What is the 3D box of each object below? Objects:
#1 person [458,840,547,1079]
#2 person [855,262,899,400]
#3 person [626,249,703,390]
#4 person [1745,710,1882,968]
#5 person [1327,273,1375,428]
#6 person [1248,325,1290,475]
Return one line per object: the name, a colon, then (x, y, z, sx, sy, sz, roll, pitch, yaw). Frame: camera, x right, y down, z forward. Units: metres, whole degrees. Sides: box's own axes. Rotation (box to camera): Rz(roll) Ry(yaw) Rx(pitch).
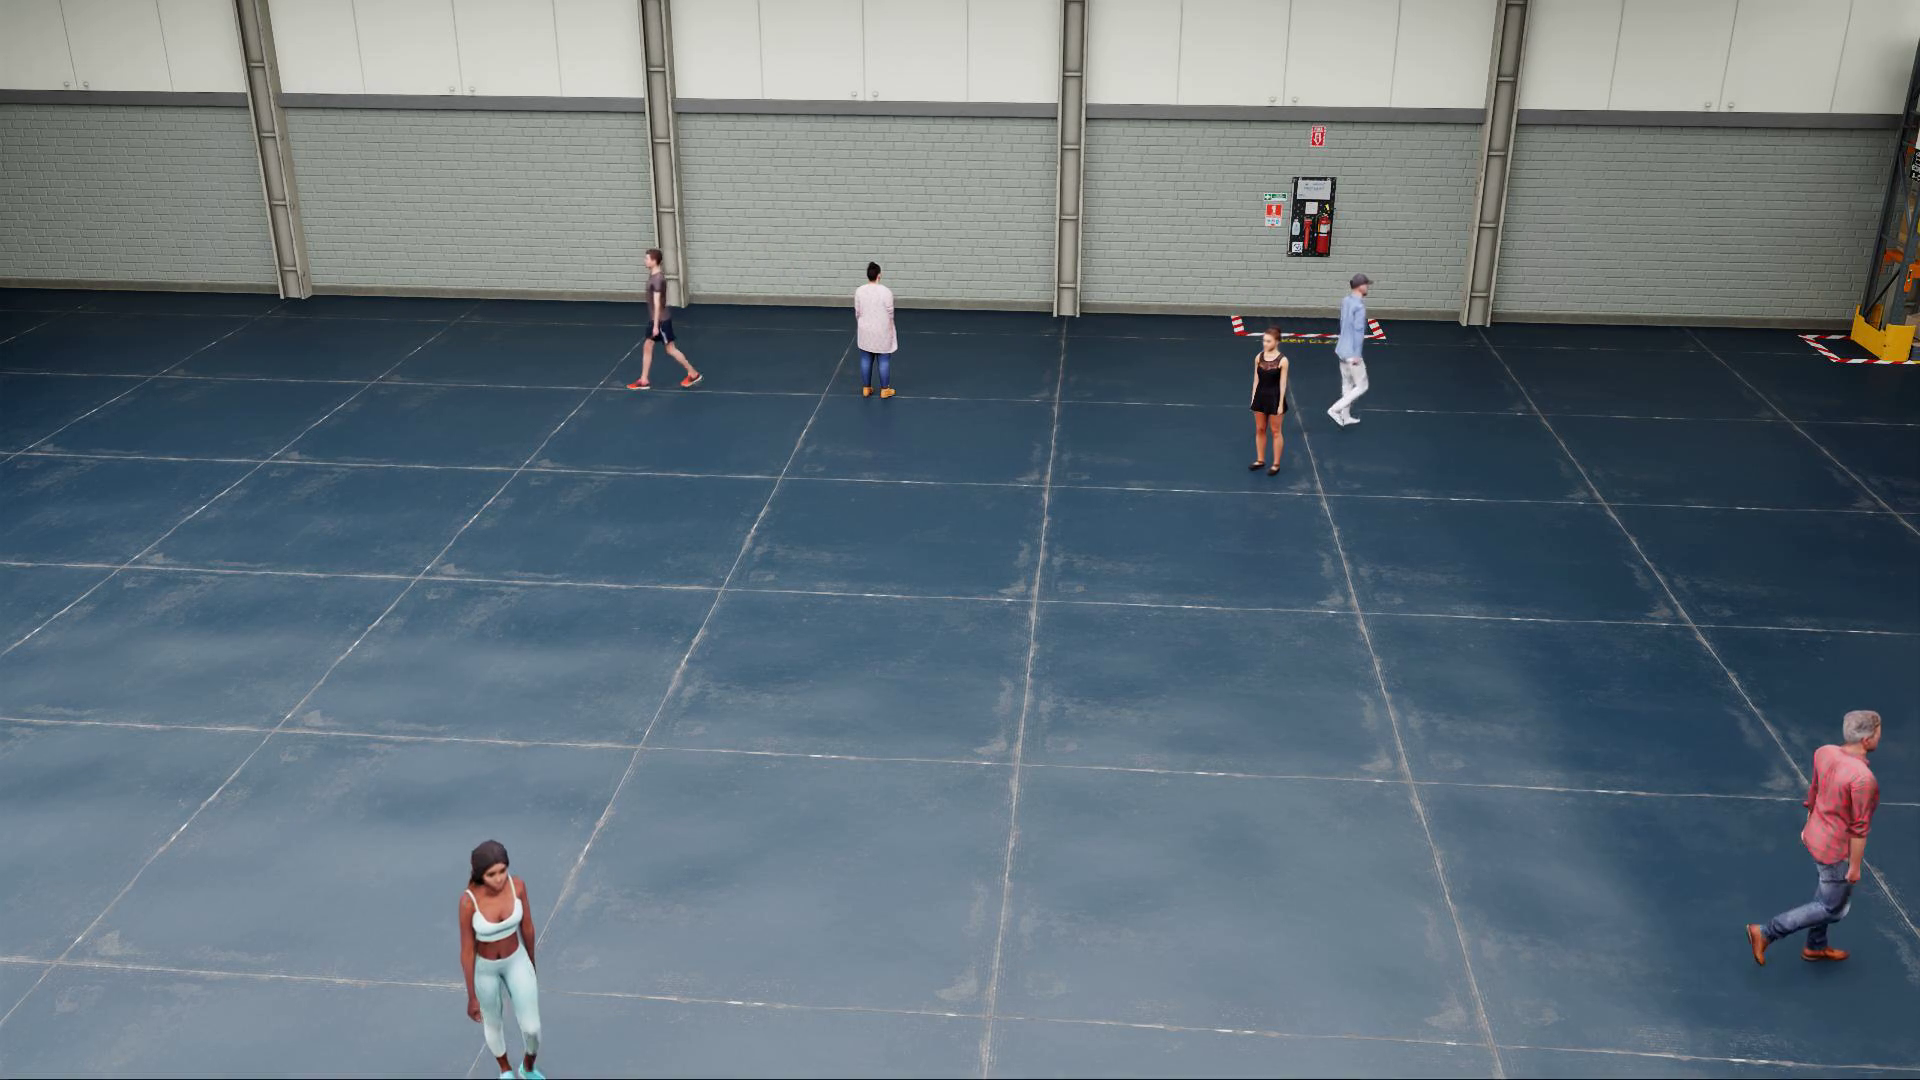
person: (-2.584, 2.363, 9.248, 0.700, 1.712, 0.772, -11, 25, -24)
person: (-1.080, -2.663, 21.027, 0.662, 1.743, 0.819, 9, 25, 19)
person: (-3.737, -2.777, 21.209, 1.290, 1.811, 0.958, -6, 24, -14)
person: (5.300, 1.887, 10.242, 0.982, 1.810, 0.702, 1, 23, 1)
person: (4.610, -2.248, 19.883, 0.872, 1.874, 0.794, -6, 24, -13)
person: (3.457, -1.566, 18.531, 0.667, 1.678, 0.748, 19, 29, 37)
